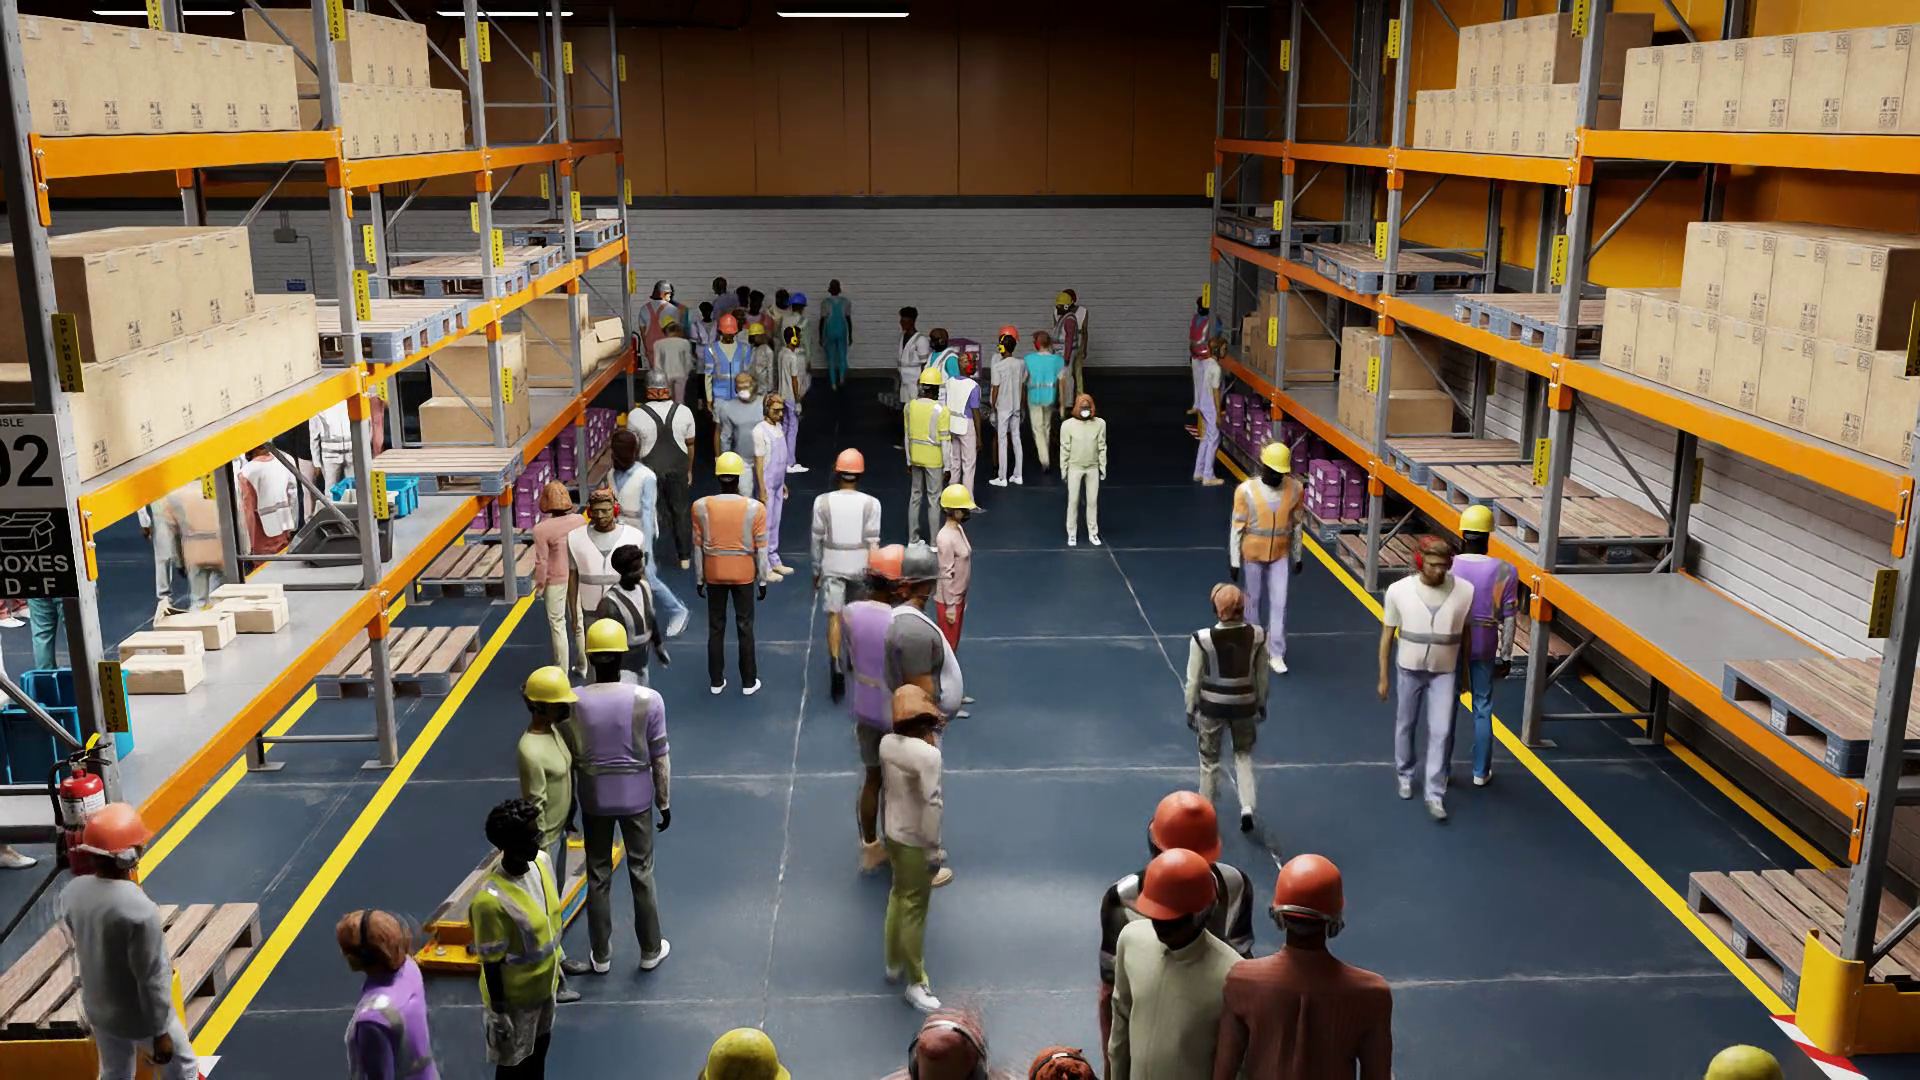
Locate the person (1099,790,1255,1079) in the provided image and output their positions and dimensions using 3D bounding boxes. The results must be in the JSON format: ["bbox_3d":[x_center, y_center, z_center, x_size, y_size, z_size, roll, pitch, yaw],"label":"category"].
[{"bbox_3d":[0.835,1.891,6.323,0.613,2.033,0.411,-4,15,-14],"label":"person"}]

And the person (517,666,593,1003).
[{"bbox_3d":[-2.073,1.485,8.455,0.341,1.761,0.527,0,14,-1],"label":"person"}]

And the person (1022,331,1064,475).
[{"bbox_3d":[1.048,-1.758,21.093,0.565,1.801,0.932,-4,15,-17],"label":"person"}]

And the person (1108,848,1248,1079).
[{"bbox_3d":[0.766,2.013,5.929,0.616,1.986,0.407,13,20,42],"label":"person"}]

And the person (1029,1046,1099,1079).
[{"bbox_3d":[0.299,2.348,4.829,0.575,1.880,0.358,0,14,0],"label":"person"}]

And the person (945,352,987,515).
[{"bbox_3d":[0.042,-1.202,18.826,0.373,1.843,0.570,-11,18,-36],"label":"person"}]

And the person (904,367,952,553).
[{"bbox_3d":[-0.320,-0.829,17.228,0.584,1.918,0.408,10,17,35],"label":"person"}]

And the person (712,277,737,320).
[{"bbox_3d":[-3.785,-3.258,26.735,0.374,1.932,0.632,6,15,22],"label":"person"}]

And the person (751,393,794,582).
[{"bbox_3d":[-1.829,-0.520,16.163,0.343,1.840,0.507,5,15,18],"label":"person"}]

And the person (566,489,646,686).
[{"bbox_3d":[-2.548,0.521,12.061,0.570,1.845,0.384,-2,14,-9],"label":"person"}]

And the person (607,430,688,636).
[{"bbox_3d":[-2.733,-0.006,14.113,0.588,1.861,0.871,11,18,36],"label":"person"}]

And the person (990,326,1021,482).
[{"bbox_3d":[0.568,-1.682,20.550,0.388,1.929,0.544,-5,15,-20],"label":"person"}]

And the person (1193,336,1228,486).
[{"bbox_3d":[3.073,-1.574,20.317,0.338,1.834,0.521,-3,15,-10],"label":"person"}]

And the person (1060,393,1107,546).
[{"bbox_3d":[1.298,-0.737,17.445,0.502,1.625,0.289,-3,15,-11],"label":"person"}]

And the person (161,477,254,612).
[{"bbox_3d":[-6.091,0.136,13.539,0.643,1.874,0.562,-6,15,-21],"label":"person"}]

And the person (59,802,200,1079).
[{"bbox_3d":[-3.439,1.907,6.869,0.580,1.725,0.782,8,16,28],"label":"person"}]

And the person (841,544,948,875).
[{"bbox_3d":[-0.408,1.004,9.830,0.643,2.021,0.545,11,18,36],"label":"person"}]

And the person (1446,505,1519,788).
[{"bbox_3d":[3.401,0.714,11.150,0.593,1.921,0.376,3,15,12],"label":"person"}]

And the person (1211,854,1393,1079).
[{"bbox_3d":[1.176,2.041,5.804,0.621,1.990,0.396,2,14,8],"label":"person"}]

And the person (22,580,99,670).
[{"bbox_3d":[-6.924,0.312,12.754,0.641,1.913,0.407,0,14,-1],"label":"person"}]

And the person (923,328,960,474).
[{"bbox_3d":[-0.253,-1.765,21.046,0.429,1.841,0.633,-8,16,-28],"label":"person"}]

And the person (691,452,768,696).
[{"bbox_3d":[-1.779,0.266,12.931,0.581,1.919,0.397,0,14,-1],"label":"person"}]

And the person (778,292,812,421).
[{"bbox_3d":[-2.419,-2.661,24.396,0.638,1.922,0.558,10,17,33],"label":"person"}]

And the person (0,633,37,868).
[{"bbox_3d":[-5.735,1.097,9.683,0.400,1.907,0.644,2,14,7],"label":"person"}]

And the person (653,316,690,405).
[{"bbox_3d":[-4.025,-2.262,23.241,0.508,1.716,0.816,-3,15,-10],"label":"person"}]

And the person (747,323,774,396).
[{"bbox_3d":[-2.708,-2.066,22.442,0.498,1.734,0.338,12,19,40],"label":"person"}]

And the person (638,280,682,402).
[{"bbox_3d":[-4.482,-2.928,25.214,0.683,2.000,0.536,5,15,18],"label":"person"}]

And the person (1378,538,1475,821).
[{"bbox_3d":[2.999,0.888,10.680,0.612,1.805,0.837,2,14,7],"label":"person"}]

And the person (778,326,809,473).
[{"bbox_3d":[-2.135,-1.781,21.075,0.329,1.862,0.512,-7,16,-27],"label":"person"}]

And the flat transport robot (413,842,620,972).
[{"bbox_3d":[-2.464,2.005,9.375,0.652,0.197,1.431,2,14,7],"label":"flat transport robot"}]

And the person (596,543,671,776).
[{"bbox_3d":[-2.221,0.823,11.181,0.324,1.686,0.613,6,15,21],"label":"person"}]

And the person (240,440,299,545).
[{"bbox_3d":[-6.074,-0.165,14.608,0.545,1.929,0.406,1,14,5],"label":"person"}]
